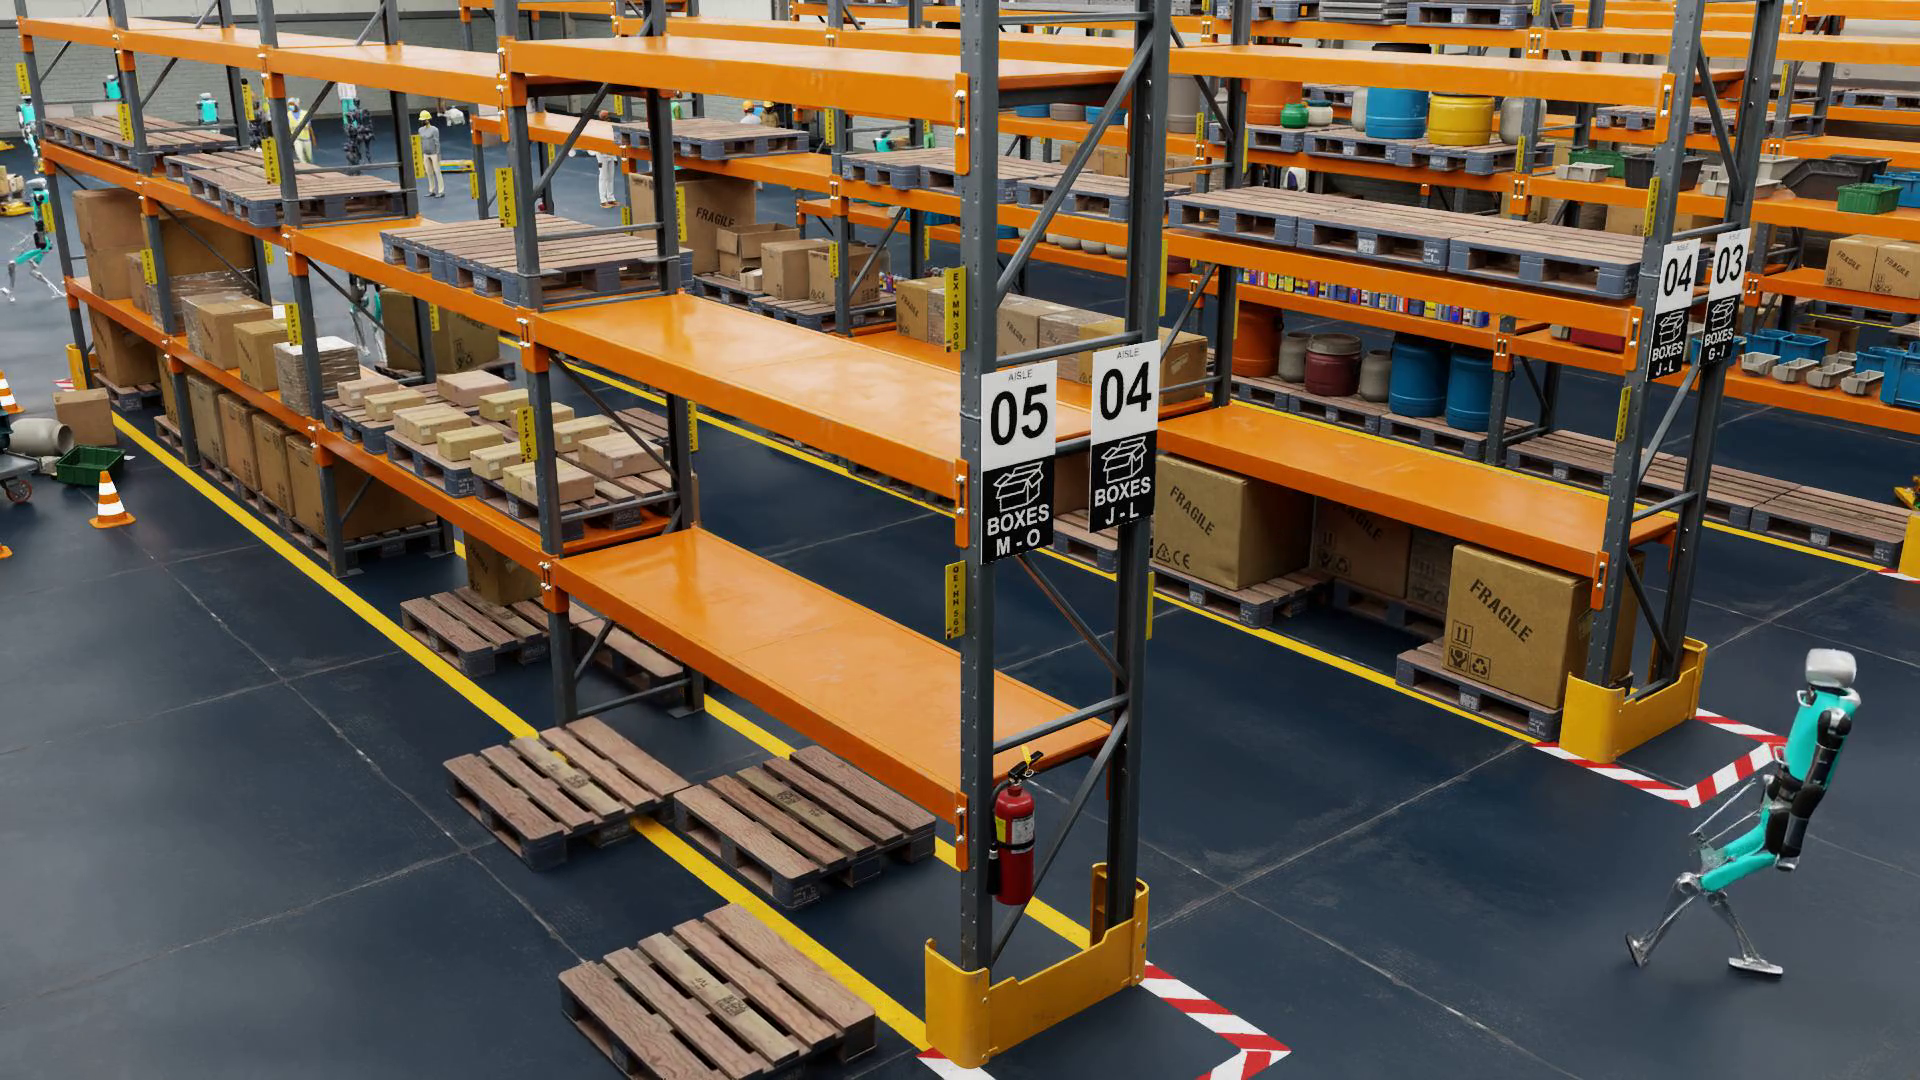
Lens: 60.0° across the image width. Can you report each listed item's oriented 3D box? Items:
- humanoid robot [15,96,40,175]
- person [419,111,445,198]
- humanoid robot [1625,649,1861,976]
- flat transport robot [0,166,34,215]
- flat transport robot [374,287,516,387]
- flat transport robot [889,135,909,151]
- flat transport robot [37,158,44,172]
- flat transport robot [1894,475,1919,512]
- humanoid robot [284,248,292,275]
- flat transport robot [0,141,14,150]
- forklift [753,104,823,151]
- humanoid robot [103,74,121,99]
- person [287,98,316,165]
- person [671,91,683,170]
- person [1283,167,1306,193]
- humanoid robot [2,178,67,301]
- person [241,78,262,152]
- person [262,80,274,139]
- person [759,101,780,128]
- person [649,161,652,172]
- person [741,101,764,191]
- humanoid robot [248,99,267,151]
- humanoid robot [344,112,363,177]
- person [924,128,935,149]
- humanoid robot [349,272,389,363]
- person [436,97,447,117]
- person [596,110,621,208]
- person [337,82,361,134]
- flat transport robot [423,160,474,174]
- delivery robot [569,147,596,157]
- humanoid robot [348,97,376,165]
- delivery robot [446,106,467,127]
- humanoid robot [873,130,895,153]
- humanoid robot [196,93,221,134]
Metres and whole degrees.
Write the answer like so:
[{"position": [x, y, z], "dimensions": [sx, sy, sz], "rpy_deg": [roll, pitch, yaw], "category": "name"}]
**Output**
[{"position": [-21.013, -9.193, 37.816], "dimensions": [0.530, 1.742, 0.731], "rpy_deg": [-15, 25, -37], "category": "humanoid robot"}, {"position": [-10.951, -7.967, 34.365], "dimensions": [0.516, 1.756, 0.338], "rpy_deg": [8, 21, 22], "category": "person"}, {"position": [3.678, 1.331, 7.984], "dimensions": [0.932, 1.806, 0.555], "rpy_deg": [7, 20, 19], "category": "humanoid robot"}, {"position": [-18.836, -6.423, 32.216], "dimensions": [1.431, 0.231, 0.659], "rpy_deg": [-1, 19, -3], "category": "flat transport robot"}, {"position": [-5.773, -1.691, 18.750], "dimensions": [0.659, 0.231, 1.431], "rpy_deg": [-18, 26, -41], "category": "flat transport robot"}, {"position": [-1.327, -8.147, 37.123], "dimensions": [0.659, 0.231, 1.431], "rpy_deg": [-8, 21, -21], "category": "flat transport robot"}, {"position": [-21.263, -8.791, 38.954], "dimensions": [0.659, 0.231, 1.431], "rpy_deg": [-10, 21, -25], "category": "flat transport robot"}, {"position": [9.276, -0.351, 14.934], "dimensions": [1.431, 0.231, 0.659], "rpy_deg": [4, 20, 12], "category": "flat transport robot"}, {"position": [-10.484, -4.969, 25.941], "dimensions": [0.609, 1.649, 0.353], "rpy_deg": [3, 20, 9], "category": "humanoid robot"}, {"position": [-25.241, -10.140, 42.793], "dimensions": [1.431, 0.231, 0.659], "rpy_deg": [2, 19, 7], "category": "flat transport robot"}, {"position": [-4.526, -11.368, 42.374], "dimensions": [1.129, 2.768, 1.873], "rpy_deg": [-15, 24, -37], "category": "forklift"}, {"position": [-22.691, -11.661, 45.055], "dimensions": [0.548, 1.877, 0.818], "rpy_deg": [2, 19, 4], "category": "humanoid robot"}, {"position": [-14.445, -8.771, 36.521], "dimensions": [0.535, 1.853, 0.880], "rpy_deg": [-5, 20, -15], "category": "person"}, {"position": [-6.498, -9.393, 38.117], "dimensions": [0.385, 1.972, 0.479], "rpy_deg": [-6, 20, -17], "category": "person"}, {"position": [5.448, -5.480, 27.155], "dimensions": [0.391, 1.846, 0.564], "rpy_deg": [9, 21, 24], "category": "person"}, {"position": [-13.557, -4.318, 24.038], "dimensions": [0.951, 1.766, 0.547], "rpy_deg": [-6, 20, -17], "category": "humanoid robot"}, {"position": [-18.056, -10.794, 42.287], "dimensions": [0.793, 1.842, 0.419], "rpy_deg": [7, 21, 20], "category": "person"}, {"position": [-18.551, -11.557, 44.687], "dimensions": [0.319, 1.690, 0.529], "rpy_deg": [-12, 23, -30], "category": "person"}, {"position": [-4.295, -9.038, 37.411], "dimensions": [0.544, 1.757, 0.412], "rpy_deg": [-3, 20, -8], "category": "person"}, {"position": [-5.131, -6.025, 28.549], "dimensions": [0.371, 1.958, 0.596], "rpy_deg": [3, 20, 7], "category": "person"}, {"position": [-4.409, -8.324, 35.191], "dimensions": [0.568, 1.889, 0.388], "rpy_deg": [-13, 23, -33], "category": "person"}, {"position": [-16.261, -9.366, 38.482], "dimensions": [0.556, 1.635, 0.598], "rpy_deg": [2, 19, 6], "category": "humanoid robot"}, {"position": [-13.030, -8.284, 35.435], "dimensions": [0.695, 1.634, 0.583], "rpy_deg": [-2, 19, -5], "category": "humanoid robot"}, {"position": [-0.674, -7.522, 33.138], "dimensions": [0.478, 1.734, 0.318], "rpy_deg": [12, 23, 31], "category": "person"}, {"position": [-7.254, -3.003, 20.346], "dimensions": [0.547, 1.763, 1.041], "rpy_deg": [-15, 24, -36], "category": "humanoid robot"}, {"position": [-16.161, -14.116, 51.686], "dimensions": [0.496, 1.879, 0.399], "rpy_deg": [10, 22, 27], "category": "person"}, {"position": [-7.008, -7.557, 33.014], "dimensions": [0.356, 1.882, 0.574], "rpy_deg": [9, 21, 23], "category": "person"}, {"position": [-17.144, -12.343, 46.587], "dimensions": [0.488, 1.915, 0.383], "rpy_deg": [0, 19, 1], "category": "person"}, {"position": [-11.864, -8.654, 38.564], "dimensions": [1.431, 0.231, 0.659], "rpy_deg": [-6, 20, -17], "category": "flat transport robot"}, {"position": [-9.396, -9.872, 41.606], "dimensions": [0.774, 0.599, 0.499], "rpy_deg": [-2, 19, -6], "category": "delivery robot"}, {"position": [-13.983, -9.503, 38.851], "dimensions": [0.612, 1.646, 0.367], "rpy_deg": [-15, 24, -36], "category": "humanoid robot"}, {"position": [-14.874, -12.463, 48.965], "dimensions": [0.499, 0.589, 0.782], "rpy_deg": [-12, 23, -31], "category": "delivery robot"}, {"position": [-1.222, -6.770, 31.011], "dimensions": [0.831, 1.790, 0.538], "rpy_deg": [-17, 25, -39], "category": "humanoid robot"}, {"position": [-17.806, -9.607, 39.109], "dimensions": [0.920, 1.791, 0.544], "rpy_deg": [12, 23, 31], "category": "humanoid robot"}]
